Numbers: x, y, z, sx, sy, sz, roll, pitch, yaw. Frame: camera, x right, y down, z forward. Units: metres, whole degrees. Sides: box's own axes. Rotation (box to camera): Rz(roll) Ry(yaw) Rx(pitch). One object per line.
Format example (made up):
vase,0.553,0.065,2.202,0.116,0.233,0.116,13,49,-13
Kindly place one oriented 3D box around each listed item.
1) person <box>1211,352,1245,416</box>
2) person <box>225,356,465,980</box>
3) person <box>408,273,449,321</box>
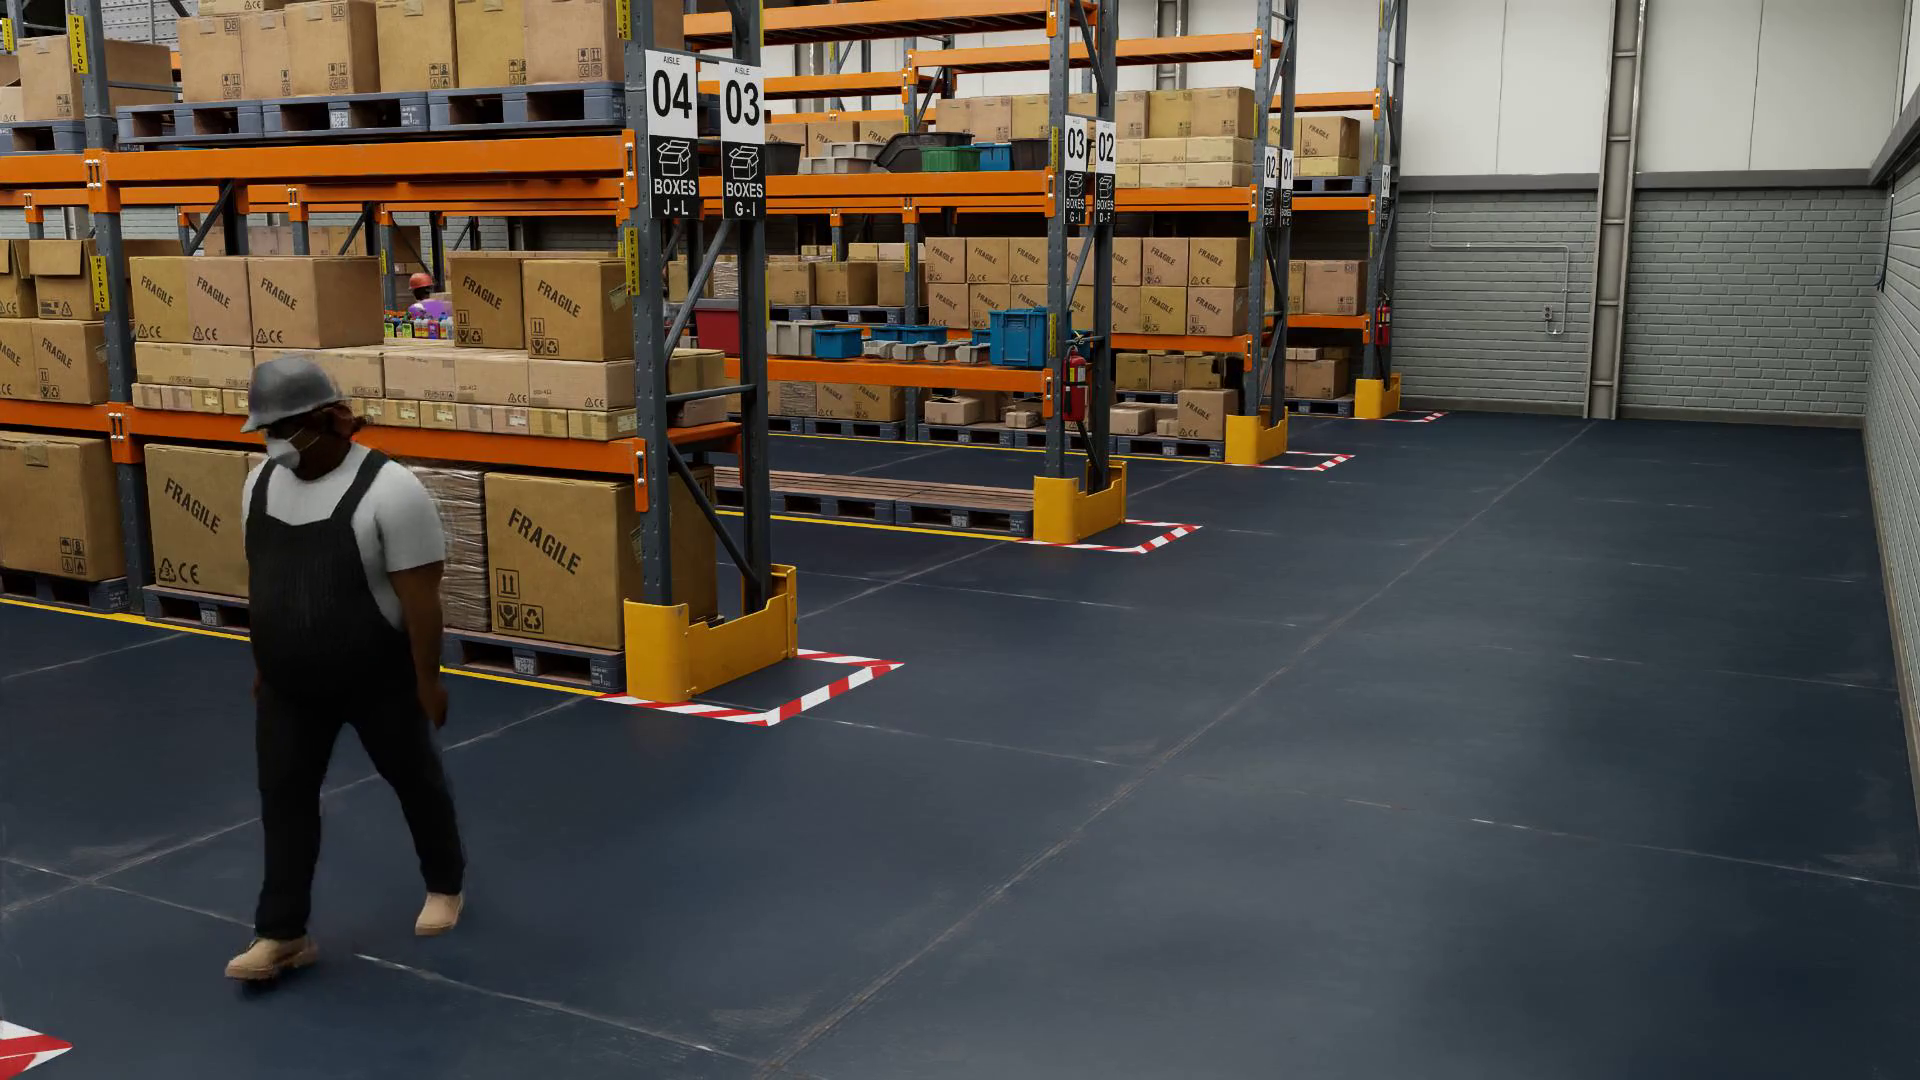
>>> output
person,3.066,-2.107,19.003,0.704,1.970,0.654,8,13,38
person,-2.018,0.369,5.330,0.747,2.000,0.940,3,11,16
person,-6.370,-2.202,19.743,0.928,1.893,0.552,7,13,34
